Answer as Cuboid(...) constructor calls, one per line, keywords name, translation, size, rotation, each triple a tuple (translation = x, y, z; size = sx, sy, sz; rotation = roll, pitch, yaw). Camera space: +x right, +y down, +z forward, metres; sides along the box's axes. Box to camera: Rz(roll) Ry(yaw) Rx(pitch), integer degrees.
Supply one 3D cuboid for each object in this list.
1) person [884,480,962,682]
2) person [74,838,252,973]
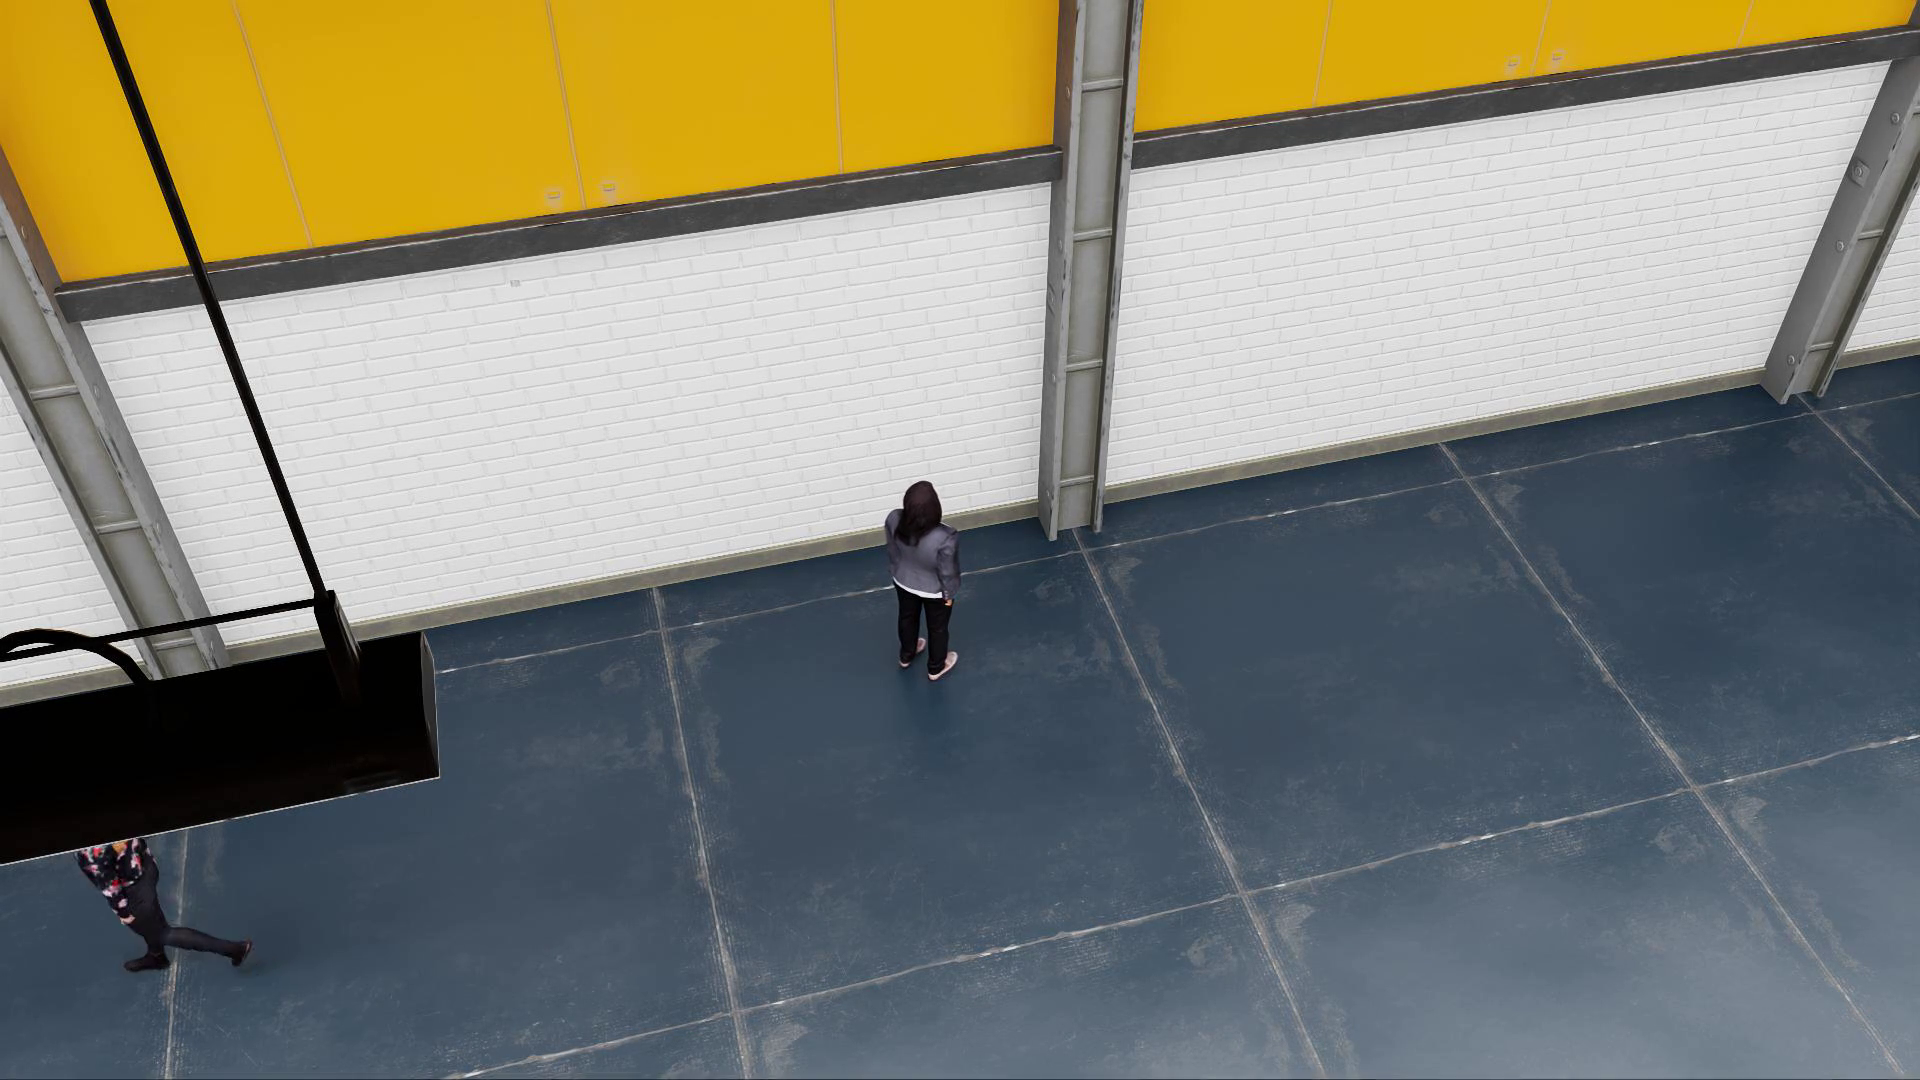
Cuboid(name="person", translation=(-0.231, 0.249, 10.502), size=(0.788, 1.595, 0.846), rotation=(23, 48, 22))
Cuboid(name="person", translation=(-4.297, 1.814, 8.808), size=(1.021, 1.664, 0.670), rotation=(-5, 44, -5))
